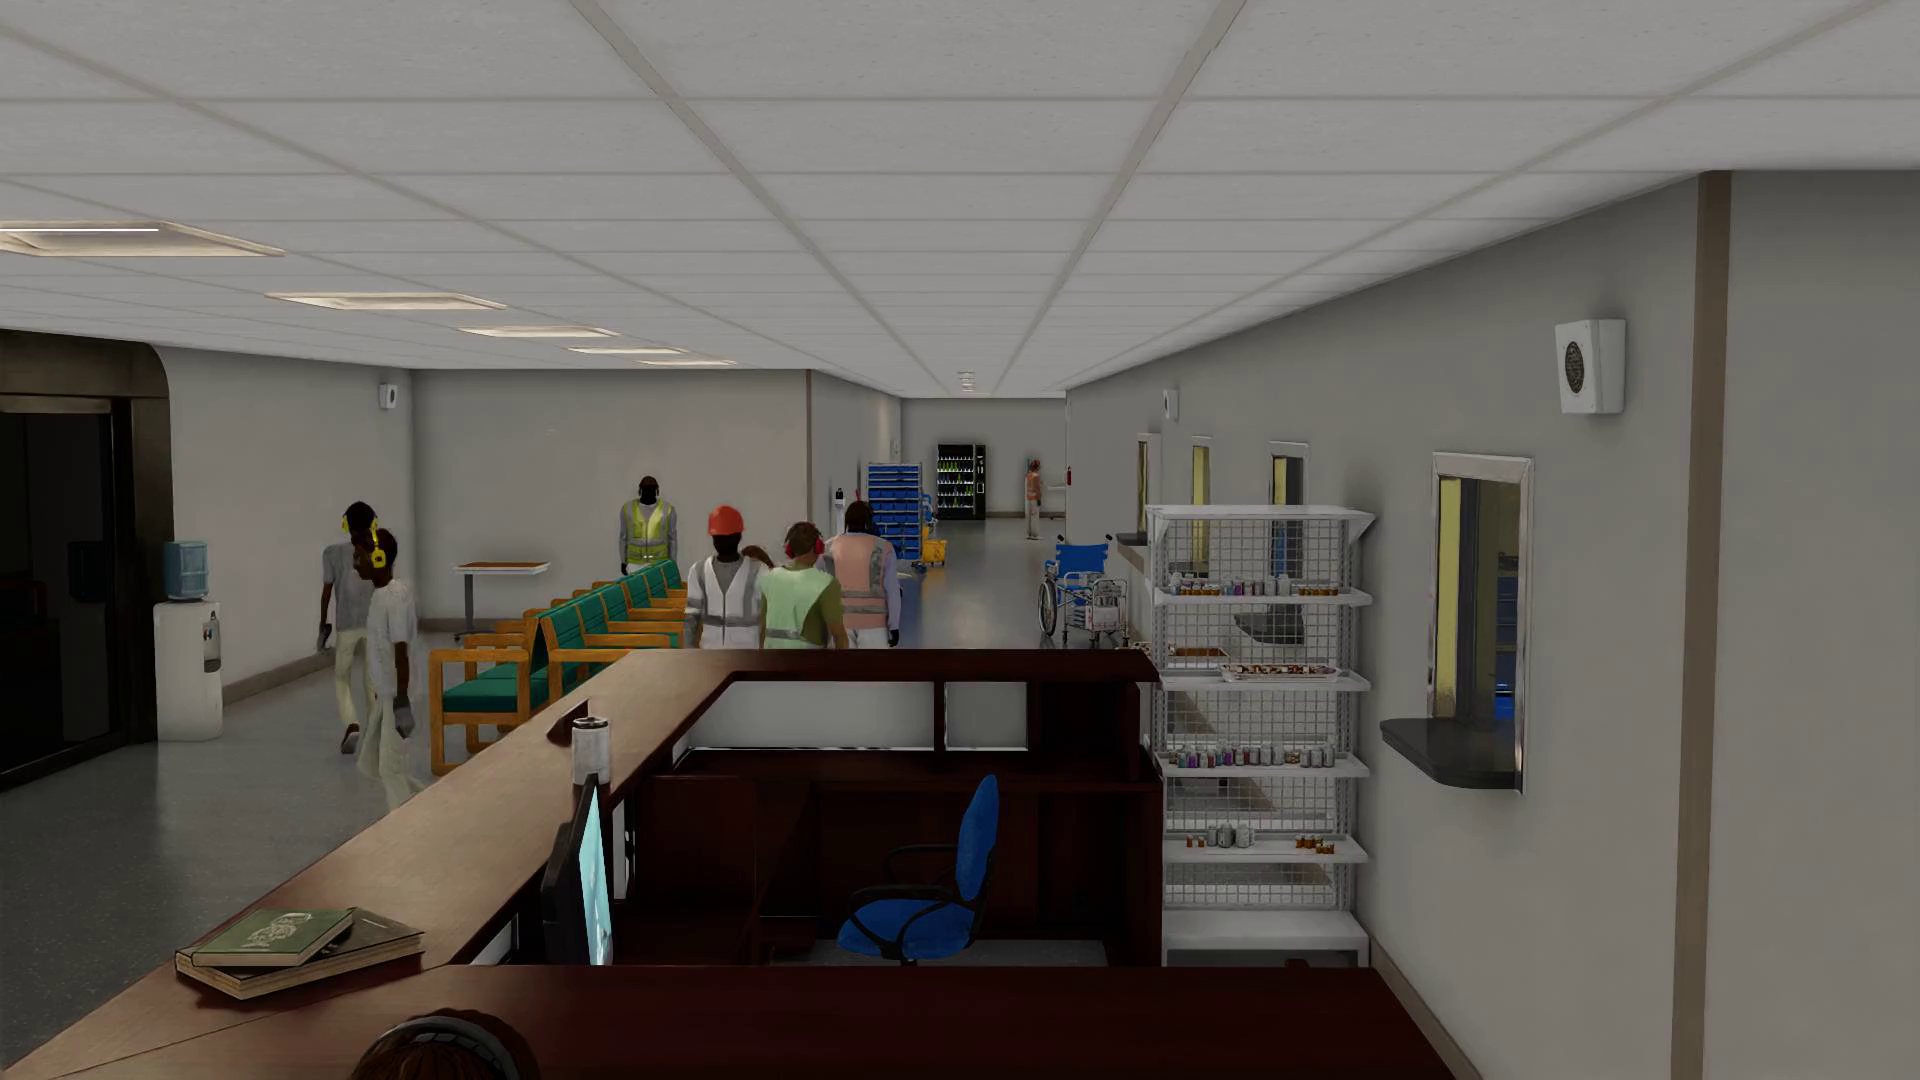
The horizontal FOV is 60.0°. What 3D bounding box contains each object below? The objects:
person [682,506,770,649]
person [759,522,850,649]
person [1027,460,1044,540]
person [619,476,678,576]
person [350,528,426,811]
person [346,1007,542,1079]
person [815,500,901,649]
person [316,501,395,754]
[{"bbox_3d":[-1.509,0.715,10.798,0.559,1.886,1.017,1,4,9],"label":"person"},{"bbox_3d":[-0.906,0.806,9.866,0.499,1.819,0.604,-4,6,-45],"label":"person"},{"bbox_3d":[1.517,-0.814,33.879,0.307,1.639,0.525,-1,4,-19],"label":"person"},{"bbox_3d":[-3.370,0.225,17.987,0.625,1.837,0.430,0,4,-7],"label":"person"},{"bbox_3d":[-3.029,0.857,9.002,0.480,1.850,0.612,-2,5,-28],"label":"person"},{"bbox_3d":[-0.511,1.388,1.684,0.619,1.836,0.430,1,4,11],"label":"person"},{"bbox_3d":[-0.737,0.625,12.290,0.633,1.843,0.429,1,4,12],"label":"person"},{"bbox_3d":[-4.325,0.650,11.928,0.575,1.845,0.468,-2,5,-25],"label":"person"}]
